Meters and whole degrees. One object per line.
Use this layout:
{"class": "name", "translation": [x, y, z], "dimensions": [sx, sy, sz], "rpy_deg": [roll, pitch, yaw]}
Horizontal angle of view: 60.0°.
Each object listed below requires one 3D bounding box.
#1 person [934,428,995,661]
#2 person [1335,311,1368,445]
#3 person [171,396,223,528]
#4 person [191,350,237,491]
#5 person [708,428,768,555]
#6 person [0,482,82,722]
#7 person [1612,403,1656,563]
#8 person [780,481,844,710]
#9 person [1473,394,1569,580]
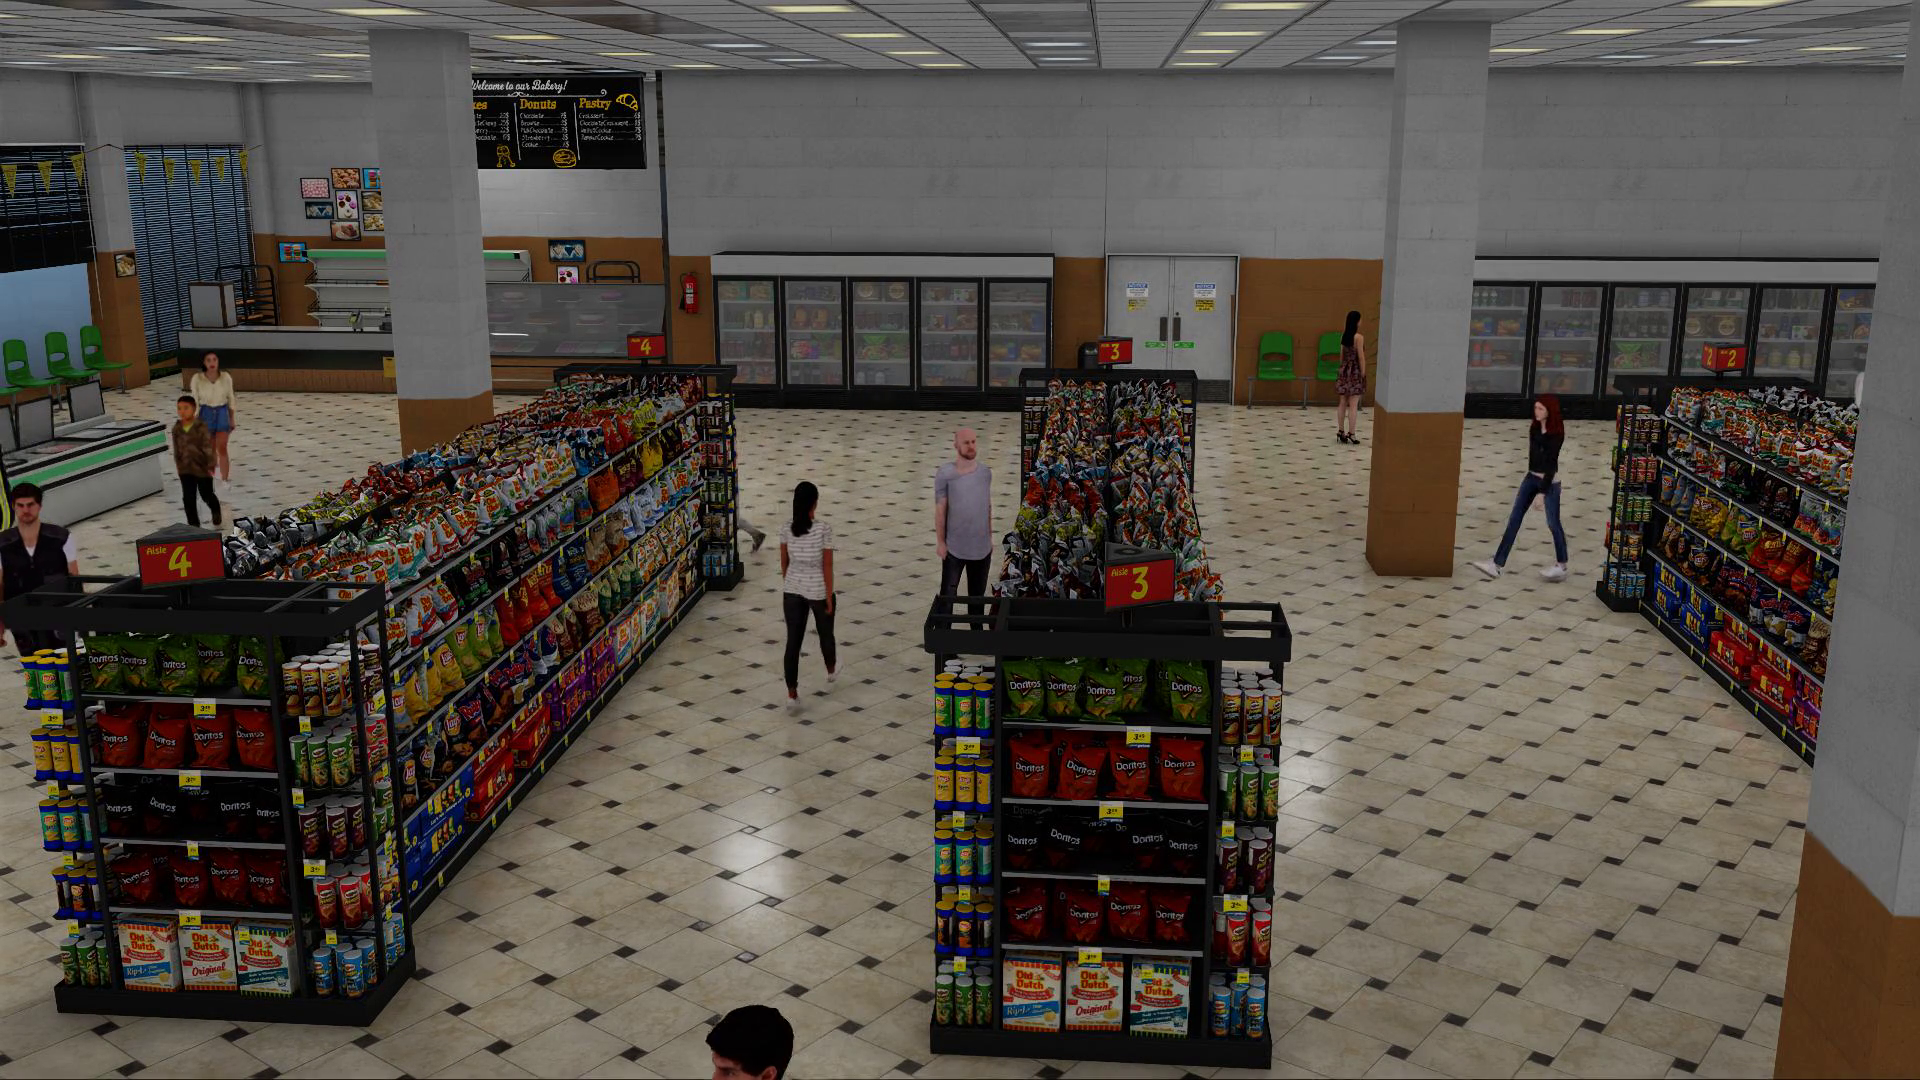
{"class": "person", "translation": [0.045, 0.019, 13.064], "dimensions": [0.758, 1.838, 0.785], "rpy_deg": [-8, 16, -30]}
{"class": "person", "translation": [5.244, -2.179, 22.265], "dimensions": [0.860, 1.774, 0.784], "rpy_deg": [-8, 16, -29]}
{"class": "person", "translation": [-7.857, -0.764, 17.145], "dimensions": [0.672, 1.438, 0.894], "rpy_deg": [-1, 14, -5]}
{"class": "person", "translation": [-8.702, -1.393, 19.398], "dimensions": [1.014, 1.597, 1.212], "rpy_deg": [-7, 15, -25]}
{"class": "person", "translation": [-2.207, -0.475, 16.261], "dimensions": [0.714, 1.292, 0.864], "rpy_deg": [-3, 14, -11]}
{"class": "person", "translation": [-6.083, 0.528, 11.038], "dimensions": [0.991, 1.805, 1.238], "rpy_deg": [-5, 14, -18]}
{"class": "person", "translation": [6.532, -0.483, 15.687], "dimensions": [0.981, 1.578, 1.043], "rpy_deg": [-6, 15, -24]}
{"class": "person", "translation": [-1.122, 0.433, 11.889], "dimensions": [0.677, 1.590, 1.137], "rpy_deg": [3, 14, 12]}
{"class": "person", "translation": [5.388, -0.434, 15.156], "dimensions": [1.021, 1.733, 1.229], "rpy_deg": [-5, 14, -18]}
